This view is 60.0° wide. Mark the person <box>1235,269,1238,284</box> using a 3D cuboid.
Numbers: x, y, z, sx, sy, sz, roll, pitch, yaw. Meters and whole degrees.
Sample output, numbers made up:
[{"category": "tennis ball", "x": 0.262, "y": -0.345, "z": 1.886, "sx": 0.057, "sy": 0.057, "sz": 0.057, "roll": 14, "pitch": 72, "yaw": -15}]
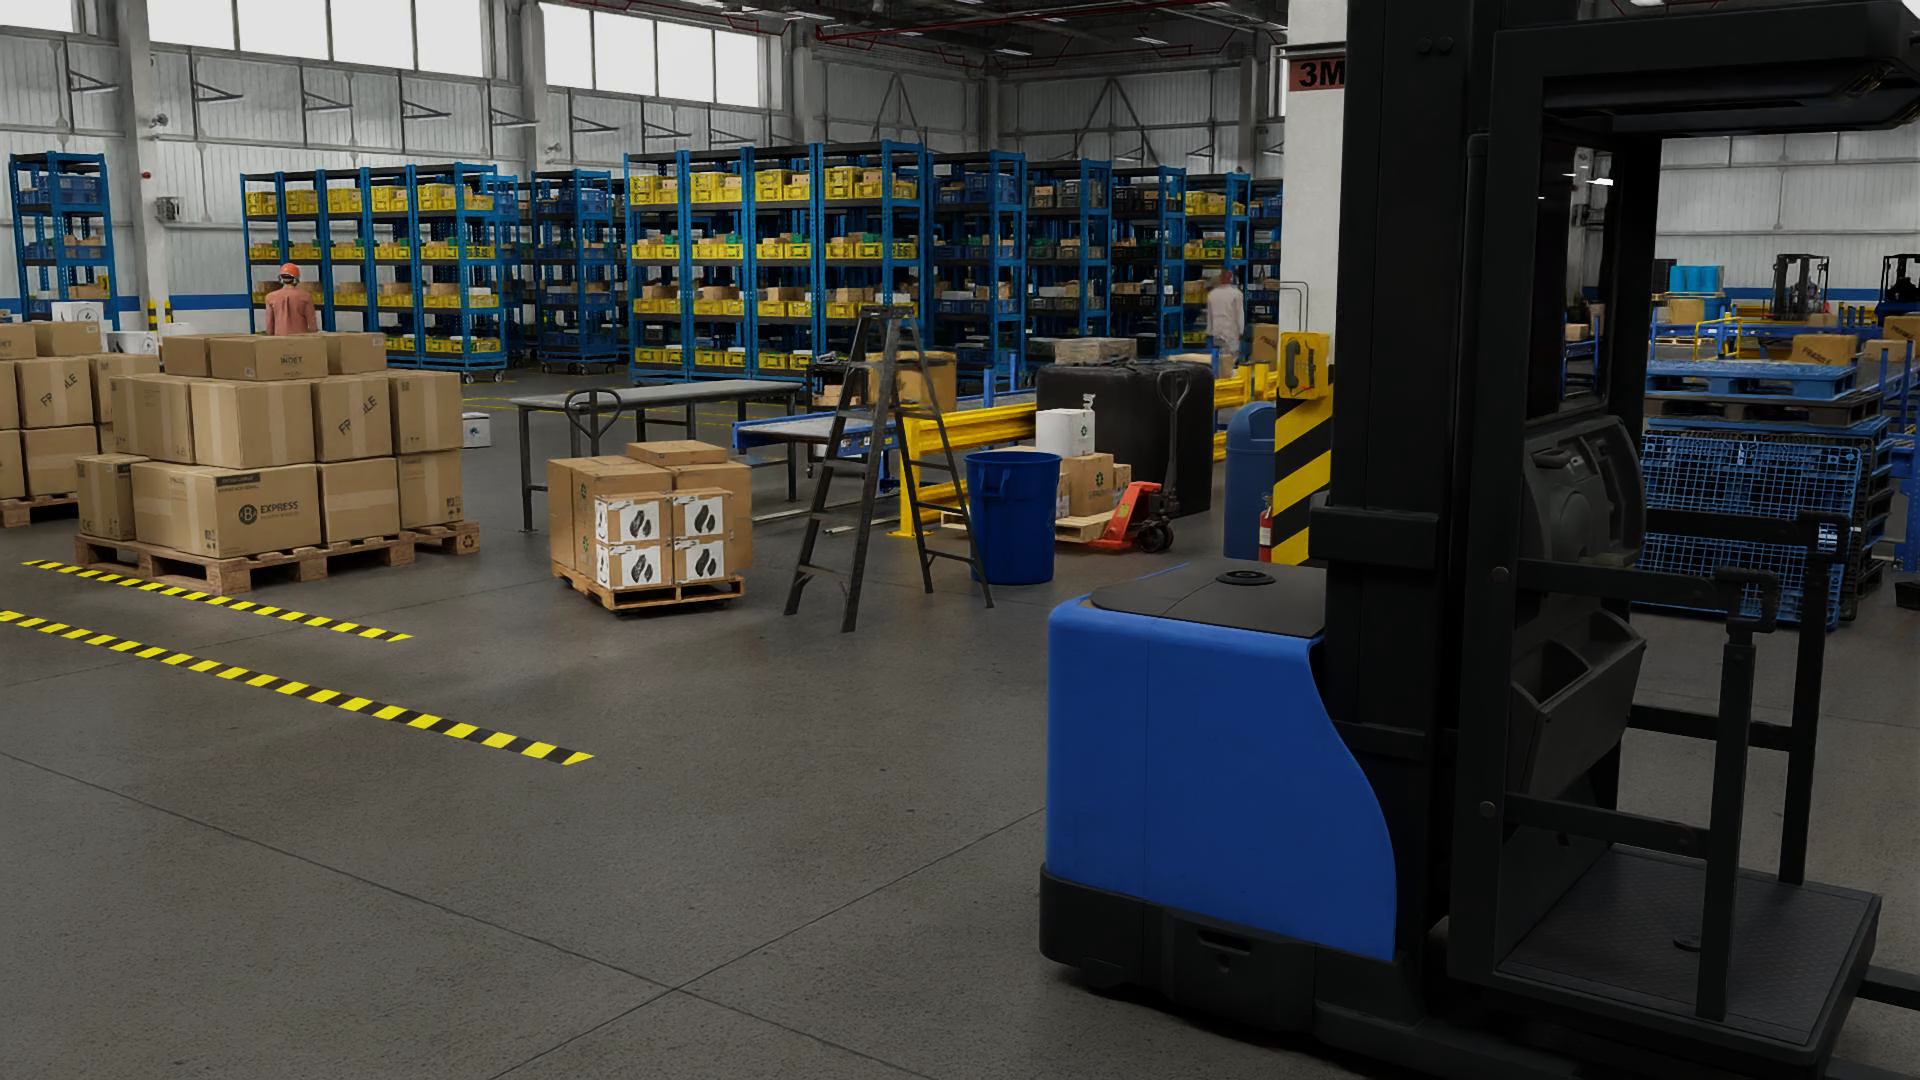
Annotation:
[{"category": "person", "x": 7.961, "y": -6.889, "z": 47.741, "sx": 0.572, "sy": 1.821, "sz": 0.831, "roll": 5, "pitch": 11, "yaw": 28}]

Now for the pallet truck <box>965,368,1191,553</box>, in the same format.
[{"category": "pallet truck", "x": 0.845, "y": -0.609, "z": 11.869, "sx": 1.630, "sy": 1.274, "sz": 0.653, "roll": 7, "pitch": 12, "yaw": 35}]

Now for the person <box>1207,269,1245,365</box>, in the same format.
[{"category": "person", "x": 4.110, "y": -3.261, "z": 25.895, "sx": 0.550, "sy": 1.888, "sz": 0.654, "roll": -9, "pitch": 13, "yaw": -43}]

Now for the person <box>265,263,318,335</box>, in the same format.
[{"category": "person", "x": -8.548, "y": -2.544, "z": 21.325, "sx": 0.623, "sy": 1.992, "sz": 0.396, "roll": -1, "pitch": 10, "yaw": -8}]

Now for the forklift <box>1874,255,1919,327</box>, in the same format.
[{"category": "forklift", "x": 22.089, "y": -5.634, "z": 38.796, "sx": 1.157, "sy": 1.987, "sz": 2.680, "roll": 6, "pitch": 11, "yaw": 33}]

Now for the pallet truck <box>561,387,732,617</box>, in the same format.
[{"category": "pallet truck", "x": -1.981, "y": -0.274, "z": 10.088, "sx": 0.680, "sy": 1.201, "sz": 1.601, "roll": -5, "pitch": 11, "yaw": -28}]

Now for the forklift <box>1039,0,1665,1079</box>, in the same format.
[{"category": "forklift", "x": 1.249, "y": -0.137, "z": 4.360, "sx": 1.873, "sy": 2.768, "sz": 1.129, "roll": 7, "pitch": 12, "yaw": 35}]

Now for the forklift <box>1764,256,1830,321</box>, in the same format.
[{"category": "forklift", "x": 20.253, "y": -5.854, "z": 40.139, "sx": 1.157, "sy": 1.987, "sz": 2.680, "roll": 7, "pitch": 12, "yaw": 35}]
